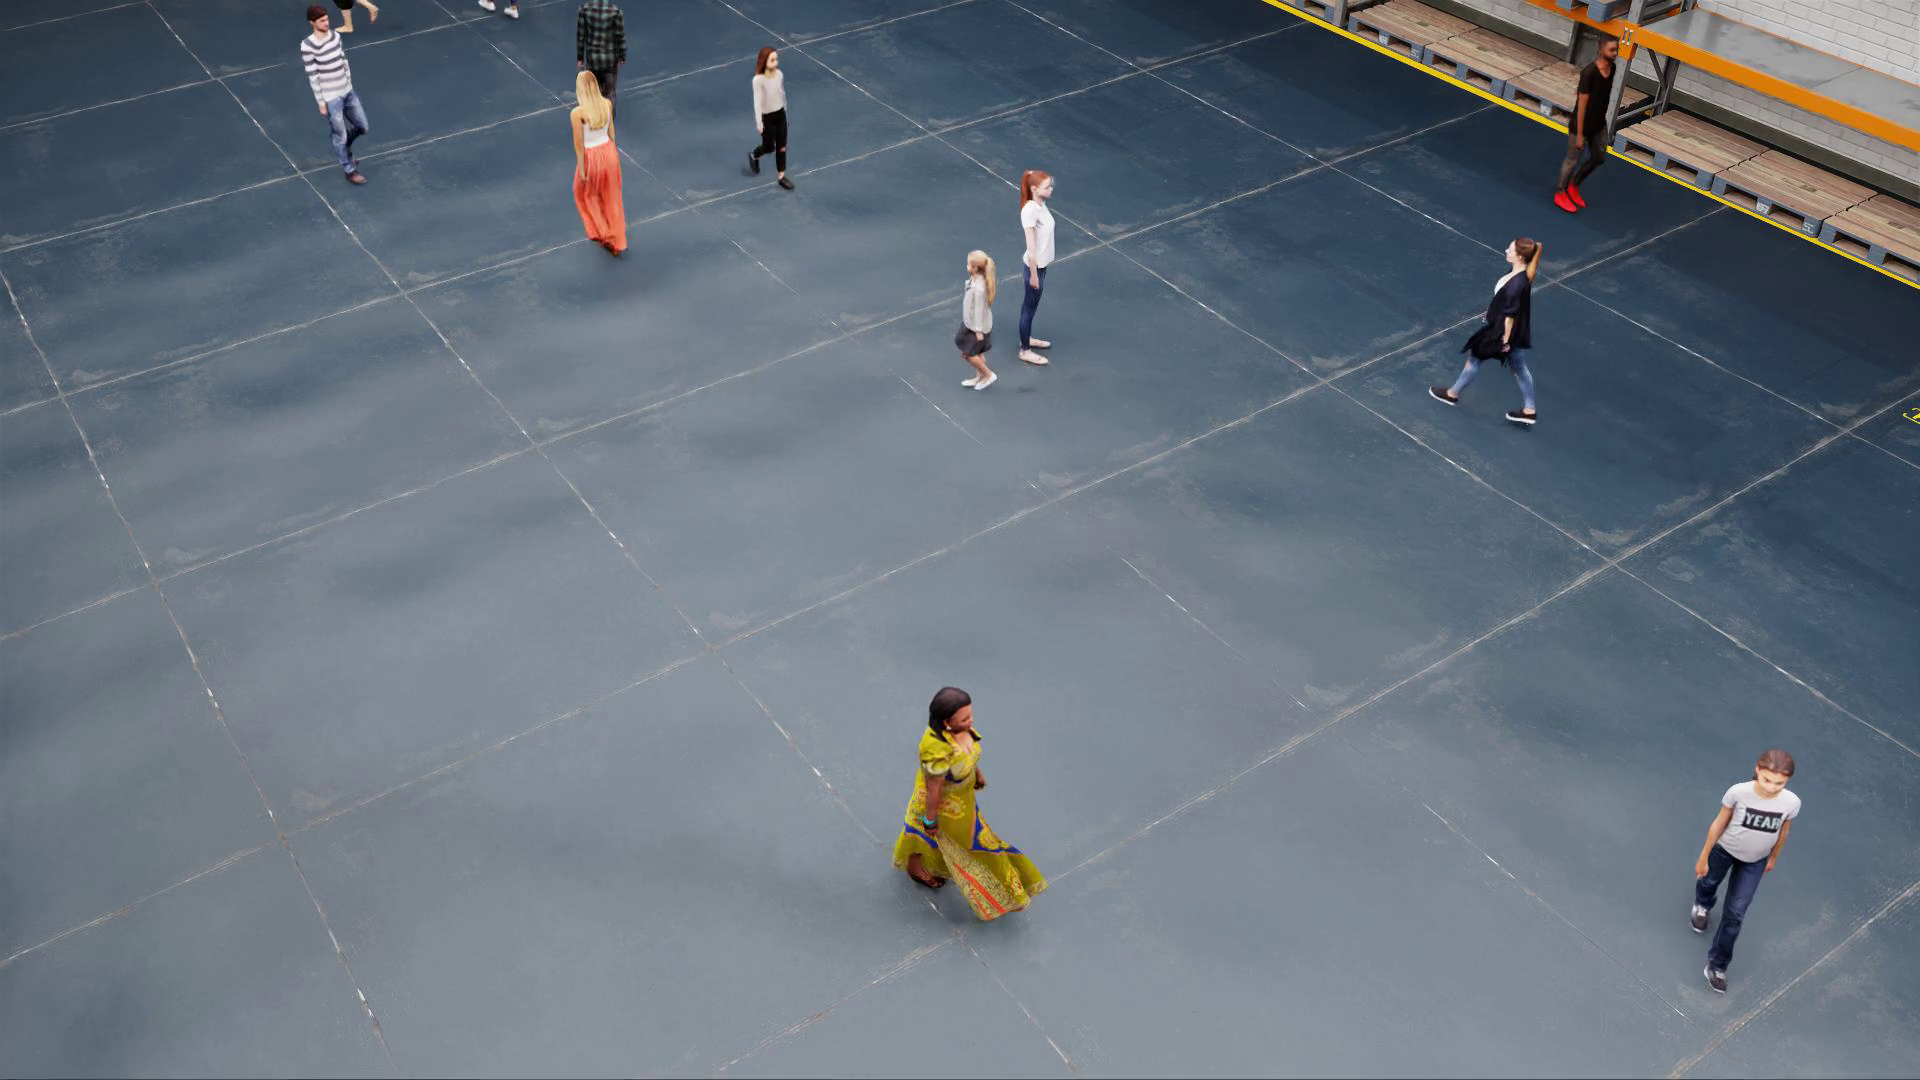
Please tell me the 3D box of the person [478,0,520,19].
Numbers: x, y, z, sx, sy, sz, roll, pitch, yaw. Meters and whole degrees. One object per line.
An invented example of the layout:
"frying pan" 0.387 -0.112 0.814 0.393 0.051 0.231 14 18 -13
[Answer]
"person" -5.614 -7.238 20.256 0.712 1.753 0.932 -31 48 -33

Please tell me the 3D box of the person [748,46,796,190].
"person" -1.944 -4.273 16.768 0.870 1.471 0.652 30 47 32

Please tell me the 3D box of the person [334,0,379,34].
"person" -7.357 -6.870 19.907 0.852 1.612 0.844 -2 39 -3

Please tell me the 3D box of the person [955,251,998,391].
"person" 0.208 -1.814 13.856 0.705 1.264 0.644 0 39 1

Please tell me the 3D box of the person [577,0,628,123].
"person" -3.860 -5.165 17.864 0.957 1.691 1.007 -2 39 -2

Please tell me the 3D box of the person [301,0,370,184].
"person" -6.373 -4.505 16.765 0.861 1.838 0.797 22 43 25

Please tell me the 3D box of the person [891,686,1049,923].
"person" -0.161 1.455 9.471 1.297 1.627 1.202 9 39 11

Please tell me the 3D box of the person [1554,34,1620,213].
"person" 6.074 -4.101 16.297 0.674 1.791 0.633 -19 42 -22

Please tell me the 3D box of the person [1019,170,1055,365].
"person" 0.623 -2.335 14.127 0.709 1.740 0.646 6 39 7

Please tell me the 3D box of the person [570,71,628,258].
"person" -3.314 -3.468 15.511 0.665 1.783 0.863 -27 46 -30

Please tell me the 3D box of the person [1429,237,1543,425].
"person" 4.473 -1.638 13.343 1.203 1.629 0.905 21 43 24

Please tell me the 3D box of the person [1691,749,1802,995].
"person" 4.338 1.682 9.269 1.013 1.525 0.970 13 41 16
